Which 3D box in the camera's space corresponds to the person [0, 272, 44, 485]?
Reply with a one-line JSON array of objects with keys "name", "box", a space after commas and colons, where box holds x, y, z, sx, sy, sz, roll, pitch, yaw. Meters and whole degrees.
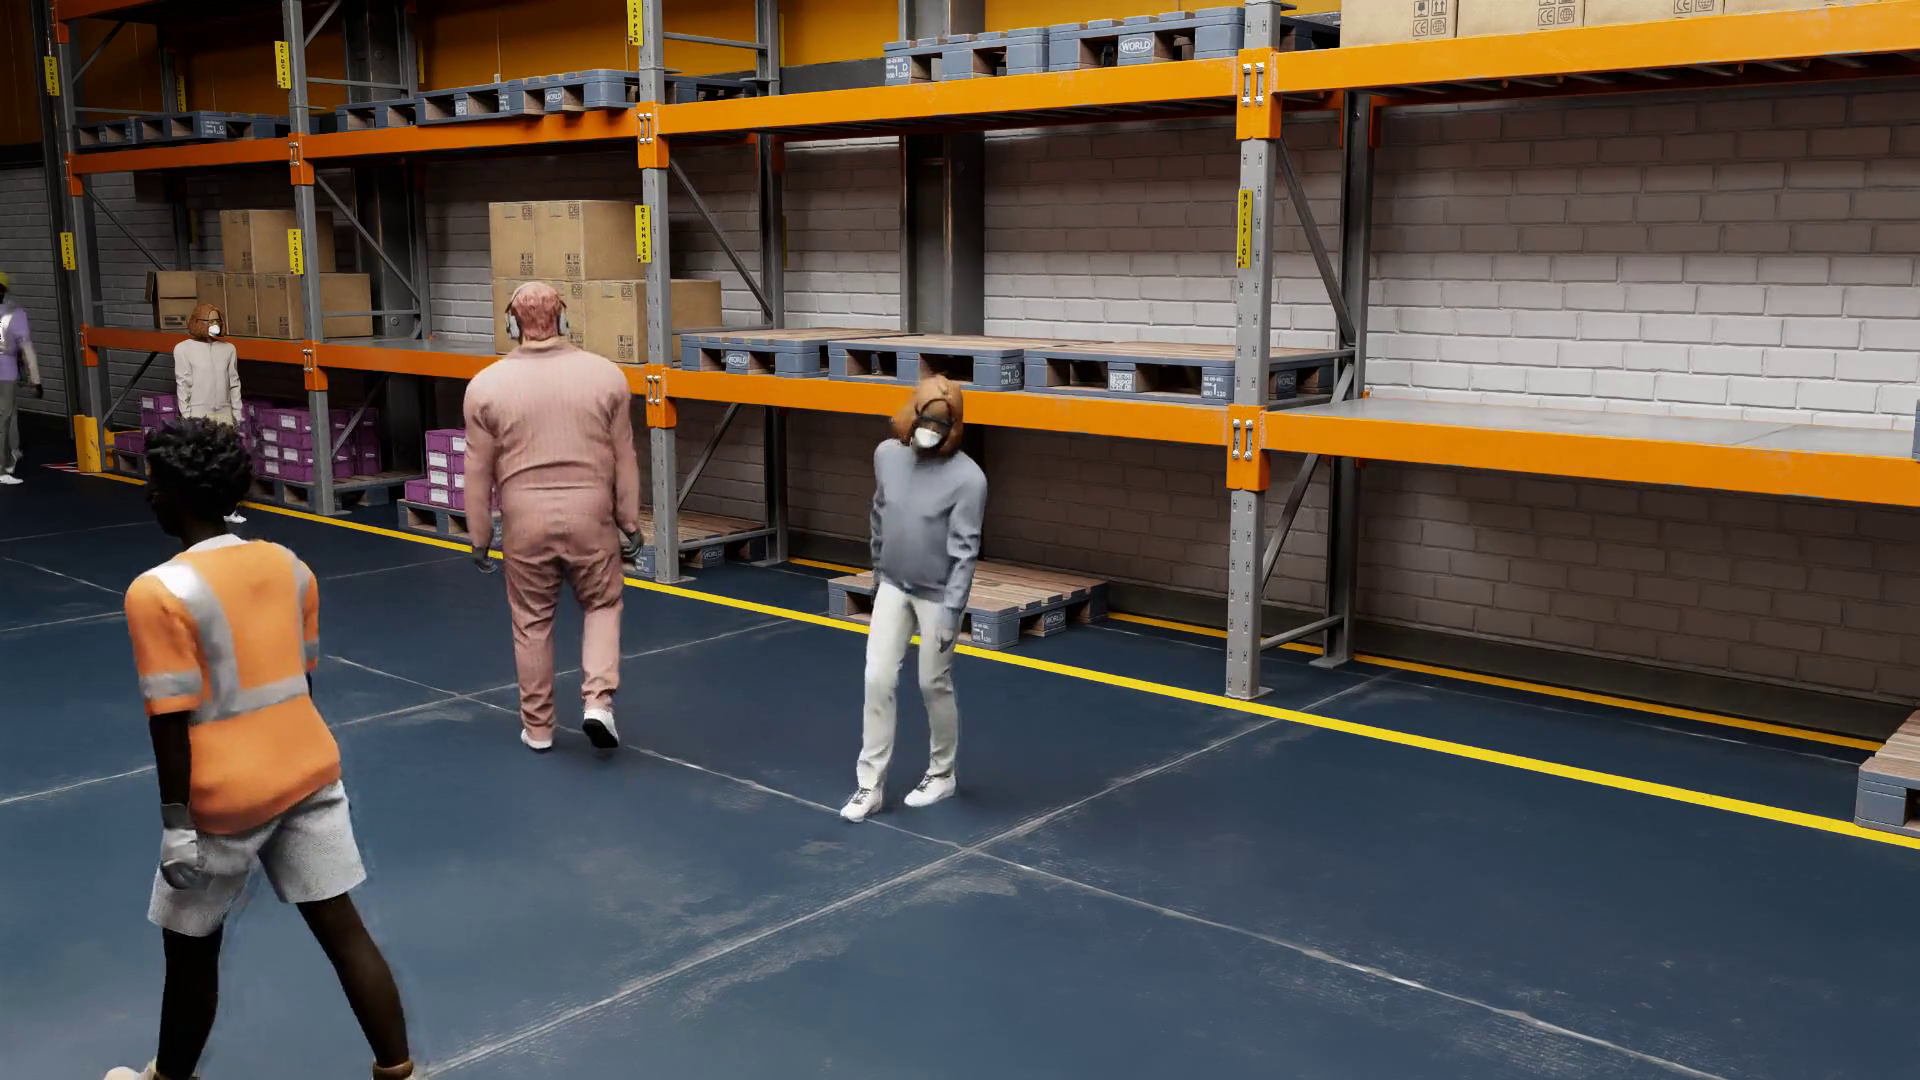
[{"name": "person", "box": [-8.372, -1.424, 14.495, 0.682, 1.821, 1.036, -1, 10, -6]}]

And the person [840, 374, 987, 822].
[{"name": "person", "box": [-0.161, 0.210, 5.828, 0.570, 1.591, 0.633, 6, 12, 32]}]

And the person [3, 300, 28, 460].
[{"name": "person", "box": [-9.065, -1.627, 15.599, 0.564, 1.841, 0.797, -5, 11, -25]}]

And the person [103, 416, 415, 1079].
[{"name": "person", "box": [-1.589, 0.554, 3.697, 0.833, 1.645, 0.559, 3, 10, 17]}]

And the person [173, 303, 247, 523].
[{"name": "person", "box": [-5.464, -0.907, 12.130, 0.277, 1.629, 0.497, 7, 12, 33]}]

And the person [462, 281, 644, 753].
[{"name": "person", "box": [-1.603, -0.066, 6.574, 0.691, 1.894, 0.539, -3, 10, -15]}]
